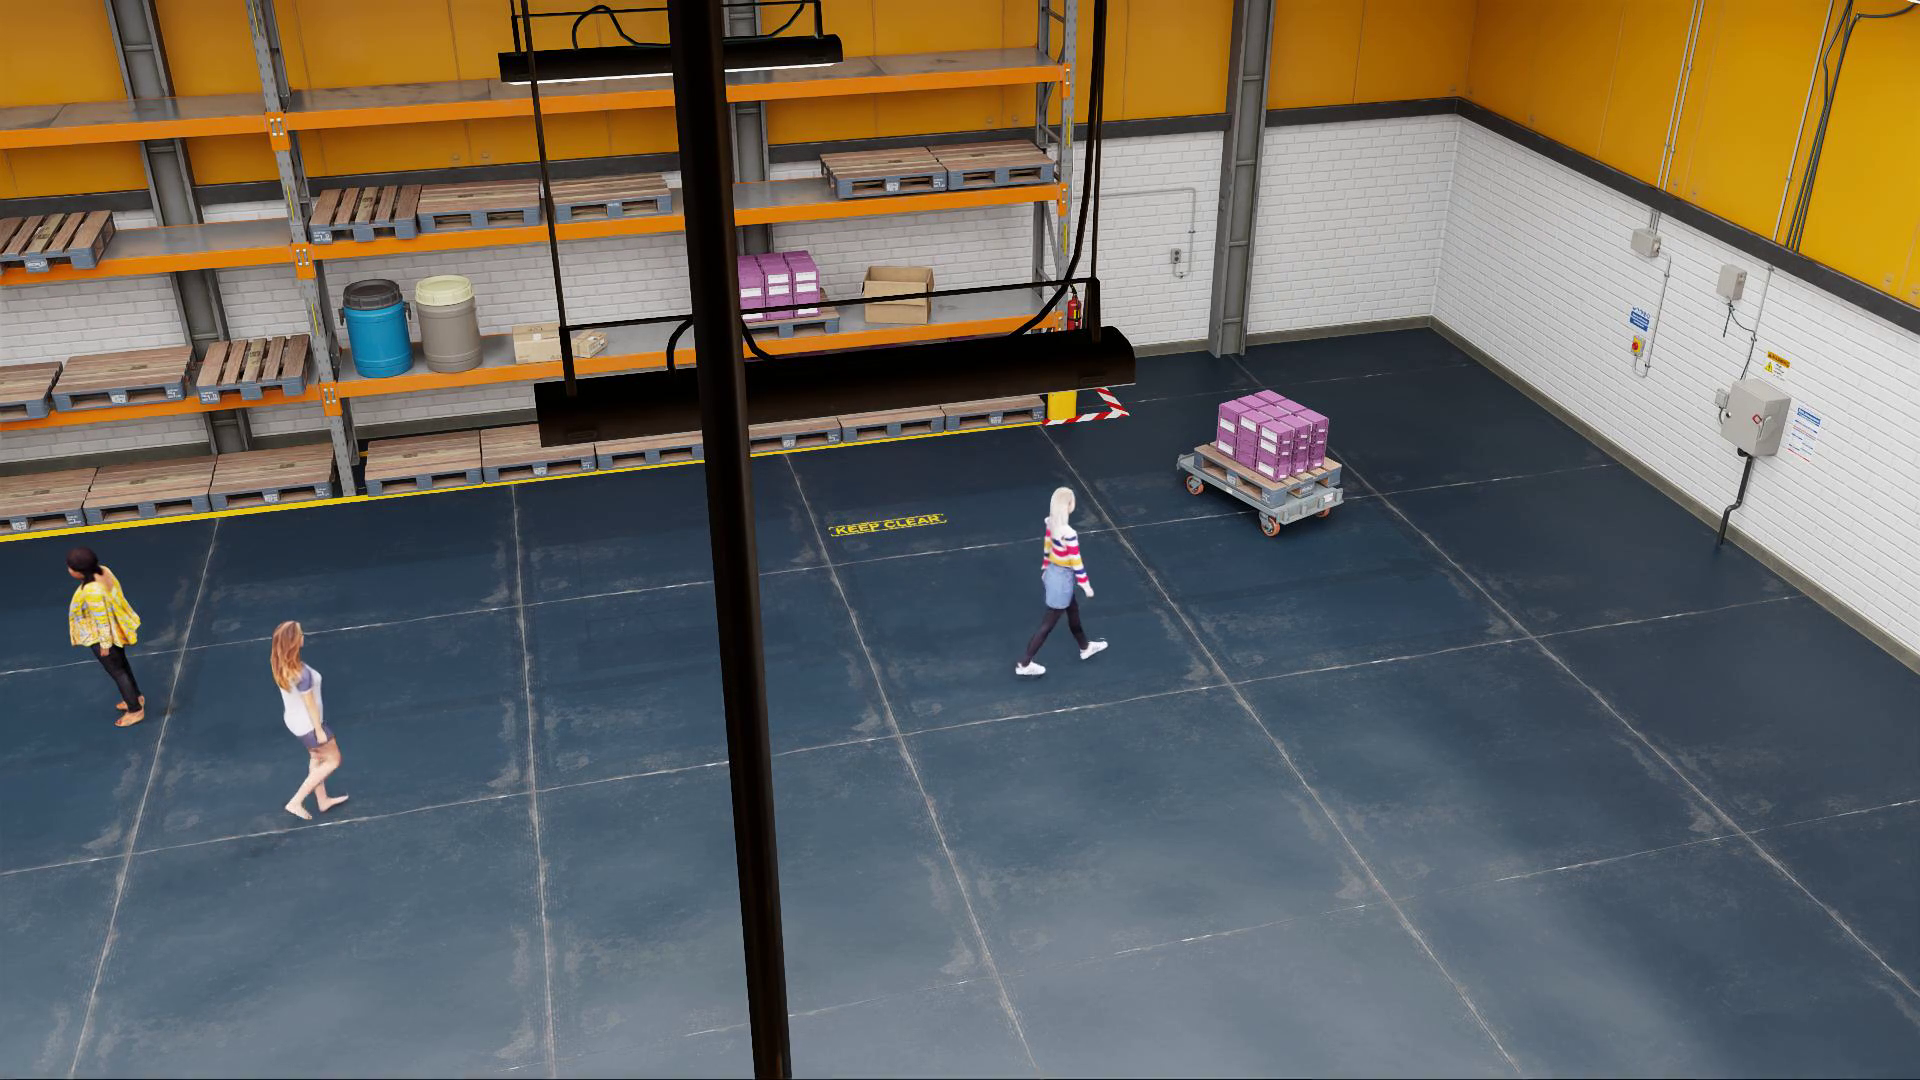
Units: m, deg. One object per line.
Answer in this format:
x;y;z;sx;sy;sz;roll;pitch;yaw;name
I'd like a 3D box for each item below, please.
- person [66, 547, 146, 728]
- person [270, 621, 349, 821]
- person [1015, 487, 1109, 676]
-7.084;0.783;13.829;0.765;1.652;0.732;-10;30;-18;person
-5.020;1.422;12.602;0.858;1.705;0.775;-24;37;-37;person
0.787;0.409;14.402;1.122;1.761;0.677;-8;30;-14;person
